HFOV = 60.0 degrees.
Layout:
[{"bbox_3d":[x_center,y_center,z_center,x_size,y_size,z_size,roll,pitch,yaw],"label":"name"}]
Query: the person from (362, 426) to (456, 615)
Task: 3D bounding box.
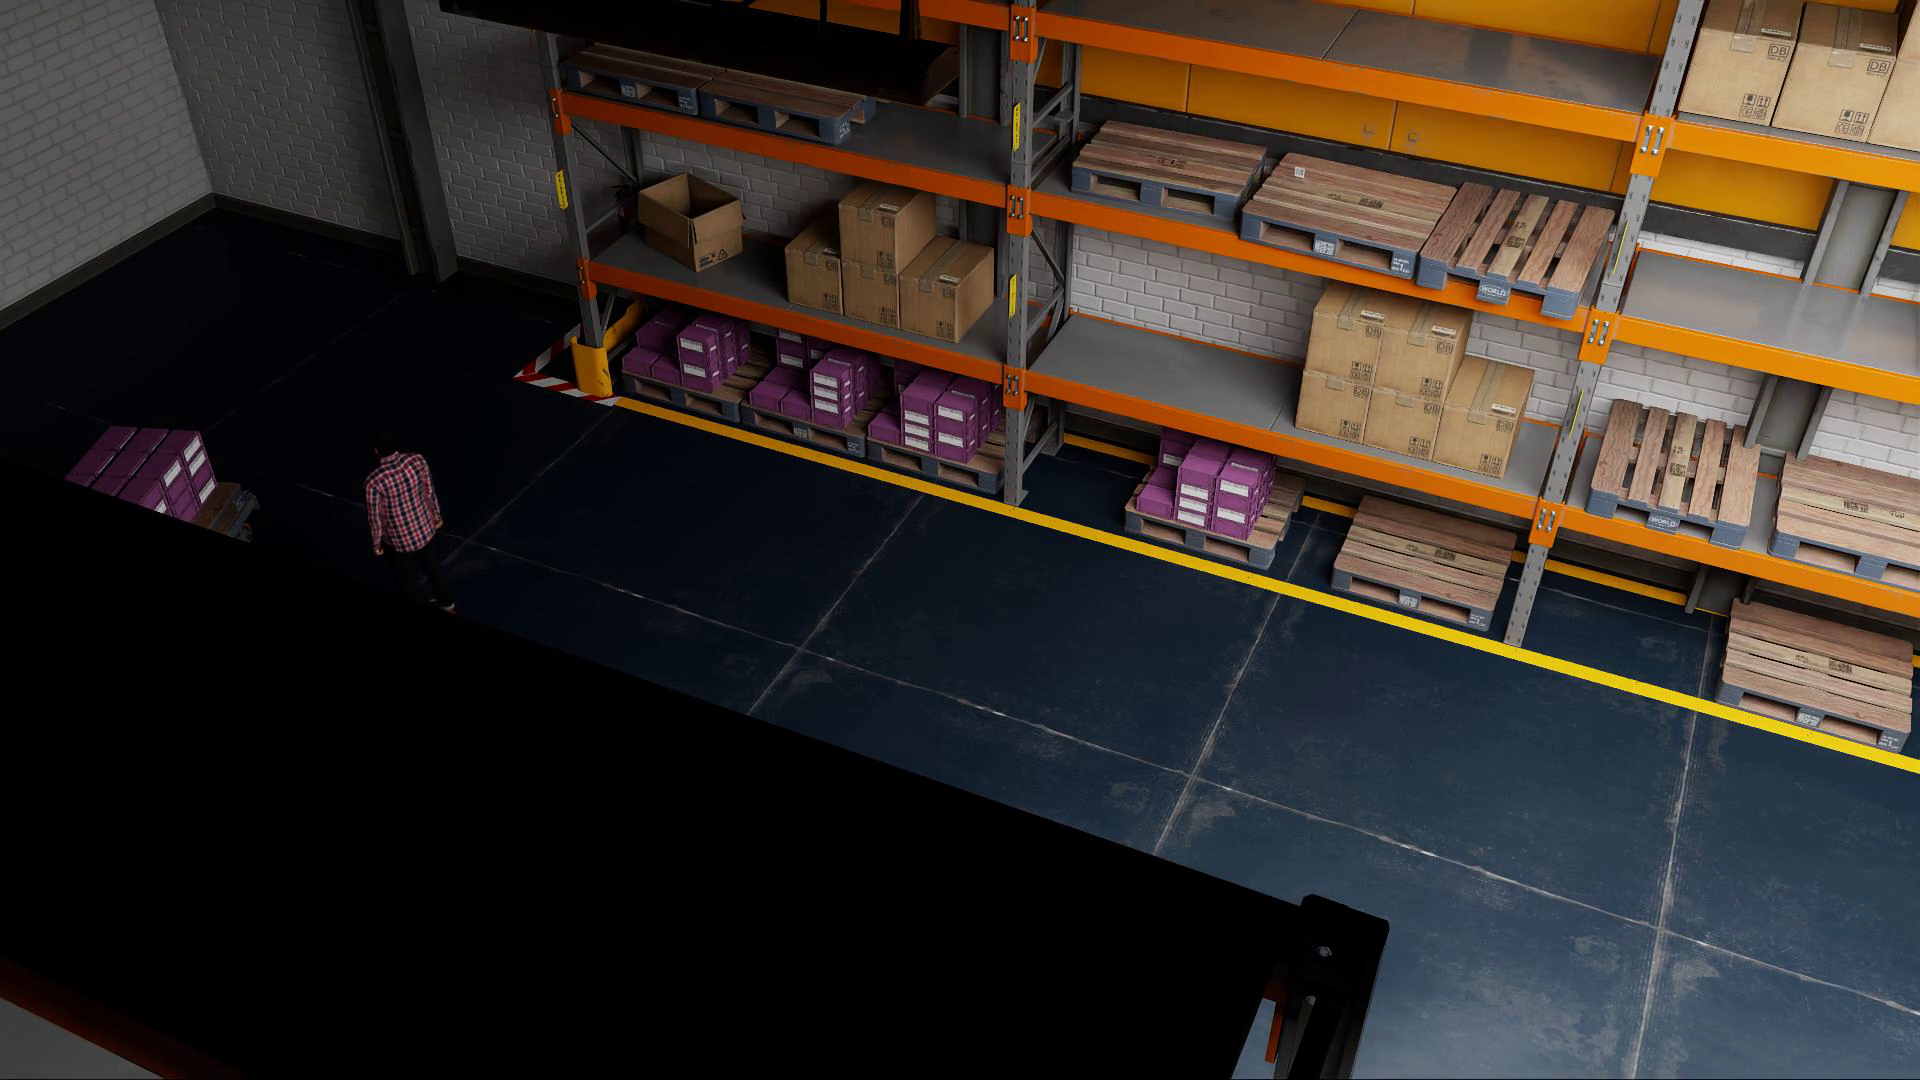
[{"bbox_3d":[-3.923,-0.073,11.807,0.663,1.759,0.748,24,45,27],"label":"person"}]
